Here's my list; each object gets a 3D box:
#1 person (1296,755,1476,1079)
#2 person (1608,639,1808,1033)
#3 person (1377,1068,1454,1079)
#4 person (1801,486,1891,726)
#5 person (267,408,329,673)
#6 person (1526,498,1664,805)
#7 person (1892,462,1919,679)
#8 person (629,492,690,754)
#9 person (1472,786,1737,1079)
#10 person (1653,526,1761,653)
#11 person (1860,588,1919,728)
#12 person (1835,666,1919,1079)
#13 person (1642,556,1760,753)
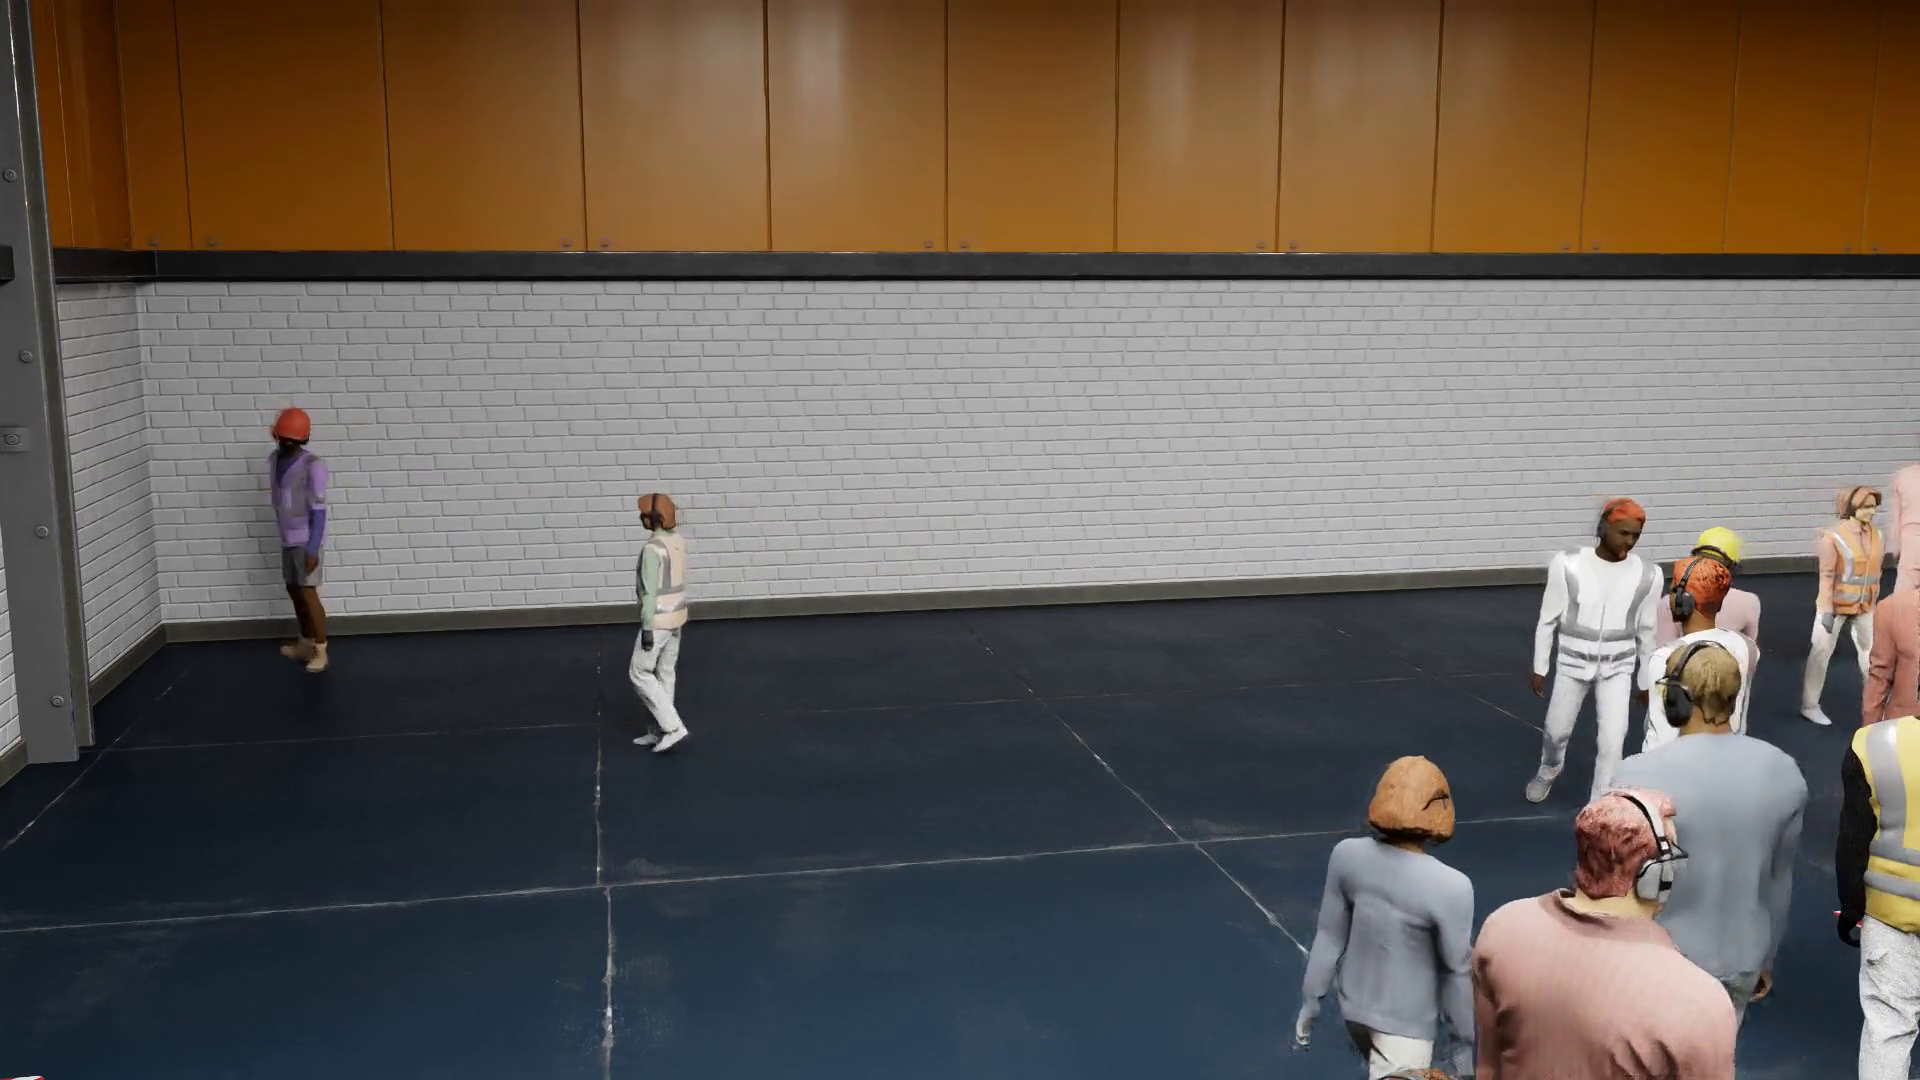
[{"bbox_3d":[1.226,1.426,4.885,0.901,1.586,0.507,-6,11,-34],"label":"person"},{"bbox_3d":[2.185,1.253,4.896,0.639,1.922,0.534,-2,9,-11],"label":"person"},{"bbox_3d":[0.731,1.677,2.612,0.497,1.822,0.647,-9,13,-44],"label":"person"},{"bbox_3d":[5.760,0.463,10.653,0.544,1.597,0.839,-2,10,-14],"label":"person"},{"bbox_3d":[-4.947,-0.006,12.379,0.792,1.989,0.479,7,12,38],"label":"person"},{"bbox_3d":[3.352,0.650,8.834,0.614,1.844,0.790,2,10,14],"label":"person"},{"bbox_3d":[7.013,0.109,12.030,0.913,1.875,0.641,-7,11,-36],"label":"person"},{"bbox_3d":[-1.880,0.512,10.297,0.397,1.633,0.537,2,10,14],"label":"person"},{"bbox_3d":[1.396,1.472,3.707,0.835,1.879,0.653,-5,11,-29],"label":"person"},{"bbox_3d":[3.762,0.788,8.395,0.514,1.708,0.956,2,9,10],"label":"person"},{"bbox_3d":[4.310,0.842,7.309,0.638,1.960,0.793,5,10,27],"label":"person"},{"bbox_3d":[3.164,1.215,5.379,0.627,1.844,0.429,5,10,26],"label":"person"},{"bbox_3d":[2.877,0.996,6.592,0.575,1.883,0.355,-6,11,-32],"label":"person"}]
